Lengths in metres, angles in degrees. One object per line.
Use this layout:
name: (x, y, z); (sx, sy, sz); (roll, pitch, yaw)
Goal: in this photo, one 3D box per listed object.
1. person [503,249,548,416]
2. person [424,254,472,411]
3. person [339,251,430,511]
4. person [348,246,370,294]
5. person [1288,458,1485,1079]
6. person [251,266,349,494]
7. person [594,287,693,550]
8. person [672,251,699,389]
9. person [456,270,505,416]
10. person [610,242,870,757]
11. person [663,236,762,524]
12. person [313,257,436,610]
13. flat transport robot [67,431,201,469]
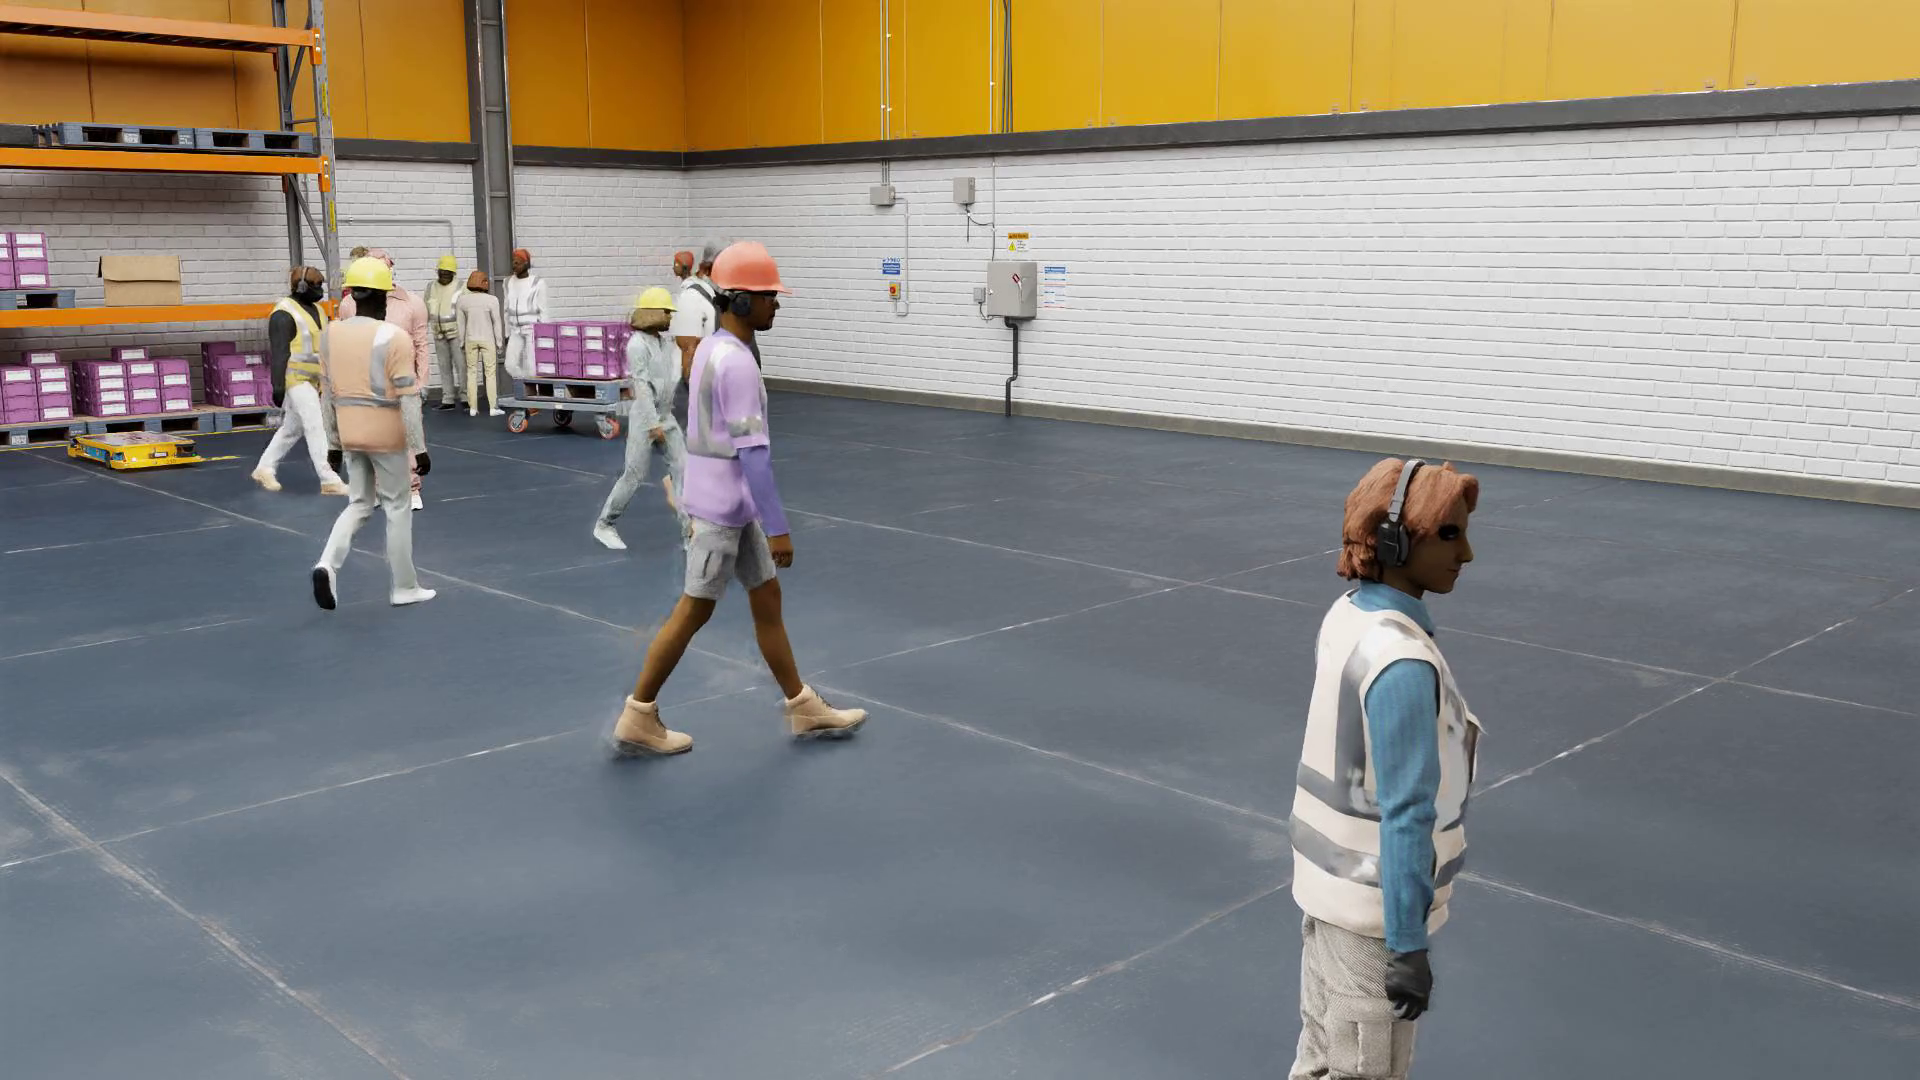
person: (-4.871, -2.311, 18.604); (0.613, 1.869, 0.412); (4, 11, 21)
person: (-5.891, -2.369, 19.102); (0.668, 1.815, 0.424); (3, 11, 14)
person: (-4.221, -1.155, 12.212); (0.642, 1.908, 0.407); (-2, 11, -12)
person: (-6.232, -2.084, 17.294); (0.655, 1.893, 0.975); (9, 14, 42)
person: (0.754, 0.666, 3.019); (0.315, 1.636, 0.515); (0, 10, 2)
person: (-5.229, -1.250, 13.054); (0.912, 1.801, 0.637); (1, 10, 3)
person: (-1.982, -0.766, 10.655); (0.860, 1.696, 0.487); (4, 11, 22)
person: (-3.098, -2.276, 18.507); (0.965, 1.831, 0.606); (-1, 10, -3)
person: (-5.392, -2.209, 18.700); (0.504, 1.632, 0.269); (1, 10, 4)
person: (-0.901, -0.139, 6.434); (1.034, 1.996, 0.627); (-2, 11, -13)
person: (-1.686, -1.102, 11.555); (0.655, 2.000, 0.690); (5, 12, 27)
person: (-3.159, -0.549, 8.892); (0.607, 1.915, 0.660); (4, 11, 20)
flat transport robot: (-7.376, -0.816, 14.822); (0.652, 0.197, 1.431); (-10, 14, -44)
